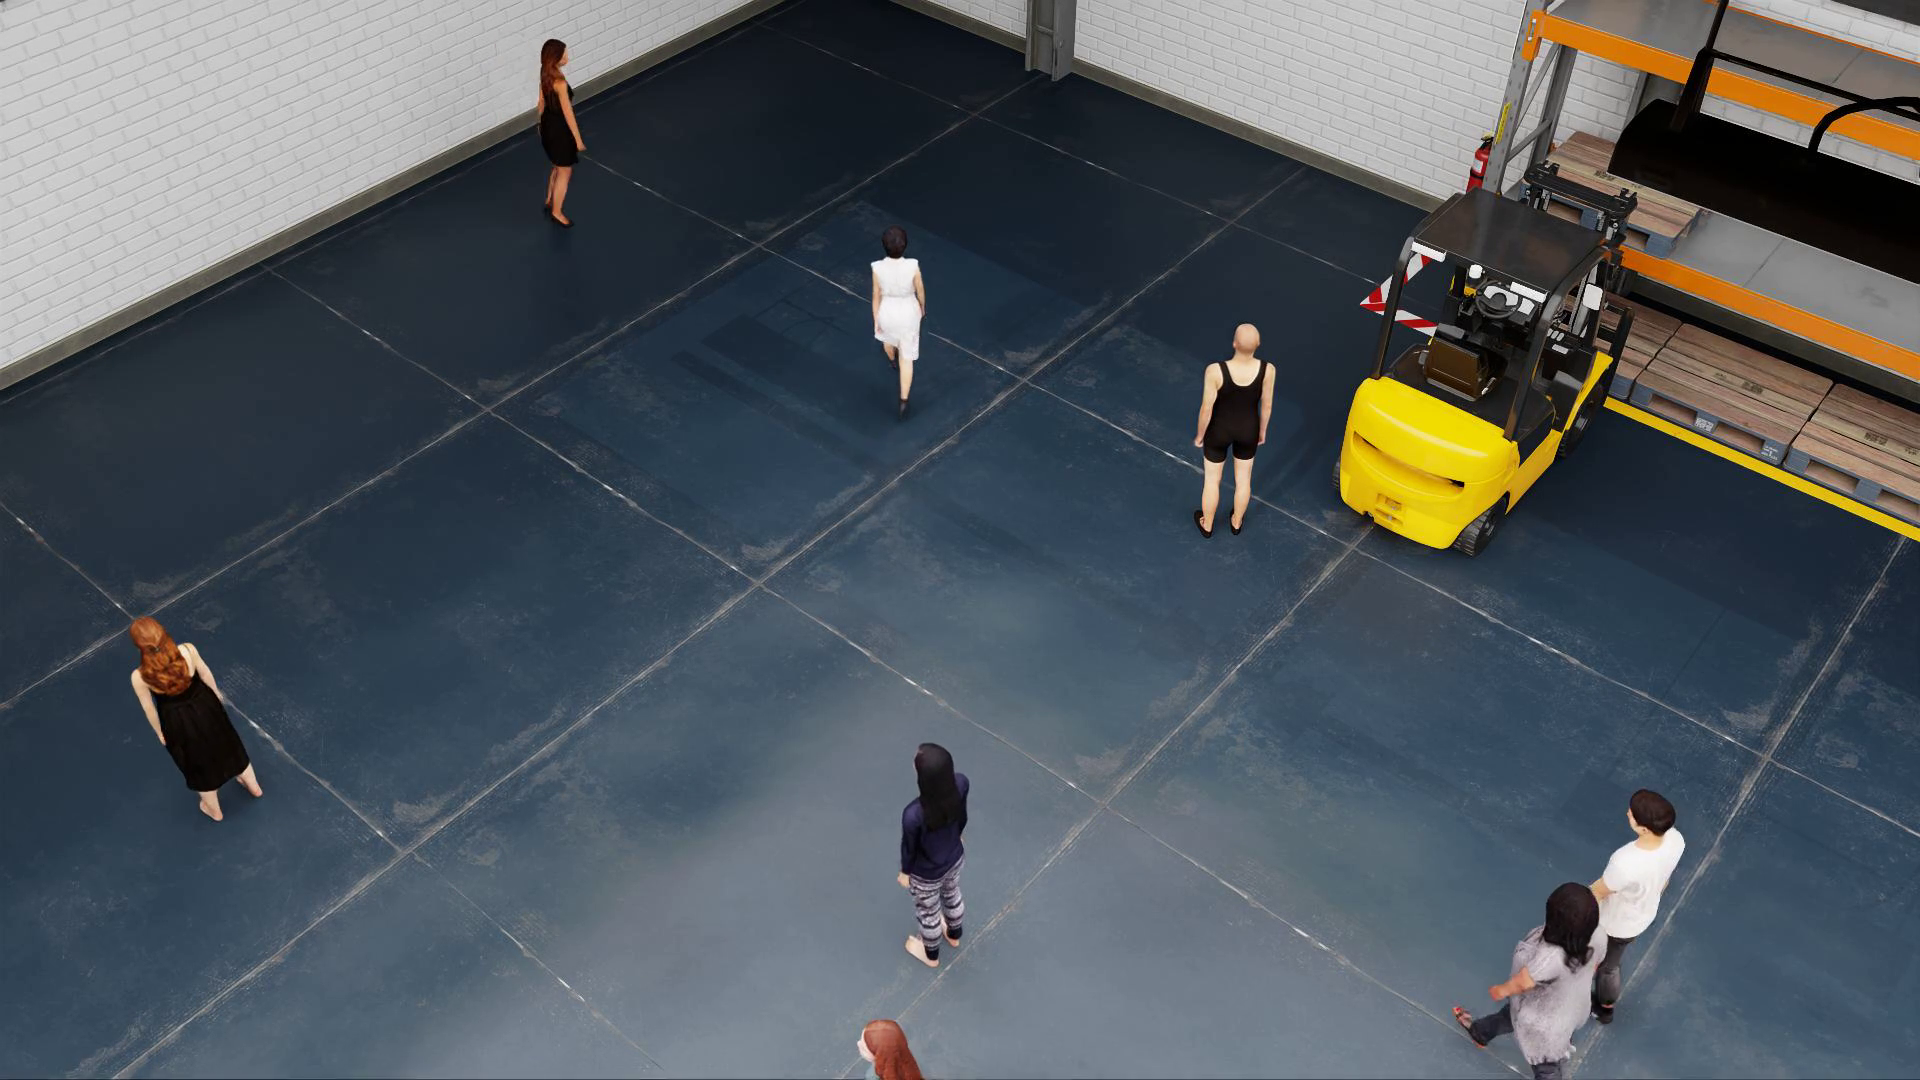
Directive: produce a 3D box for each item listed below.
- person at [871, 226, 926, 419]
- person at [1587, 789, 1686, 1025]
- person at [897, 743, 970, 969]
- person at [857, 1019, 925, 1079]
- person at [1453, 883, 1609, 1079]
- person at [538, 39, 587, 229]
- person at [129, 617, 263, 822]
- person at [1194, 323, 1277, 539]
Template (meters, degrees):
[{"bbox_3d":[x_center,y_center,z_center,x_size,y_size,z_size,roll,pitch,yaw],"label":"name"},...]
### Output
[{"bbox_3d":[-0.457,-1.626,12.593,1.015,1.506,1.025,0,44,0],"label":"person"},{"bbox_3d":[3.523,1.975,8.675,0.703,1.697,0.822,-30,51,-27],"label":"person"},{"bbox_3d":[-0.128,1.700,8.937,0.529,1.734,0.609,35,53,31],"label":"person"},{"bbox_3d":[-0.228,2.774,7.813,0.774,1.730,0.725,1,44,1],"label":"person"},{"bbox_3d":[2.998,2.387,8.341,0.744,1.561,1.080,-29,51,-27],"label":"person"},{"bbox_3d":[-3.497,-3.448,14.294,0.769,1.799,0.662,-34,53,-31],"label":"person"},{"bbox_3d":[-4.485,1.045,9.706,0.602,1.621,0.598,-33,52,-30],"label":"person"},{"bbox_3d":[1.875,-0.741,11.440,0.691,1.816,0.753,-3,44,-3],"label":"person"}]
